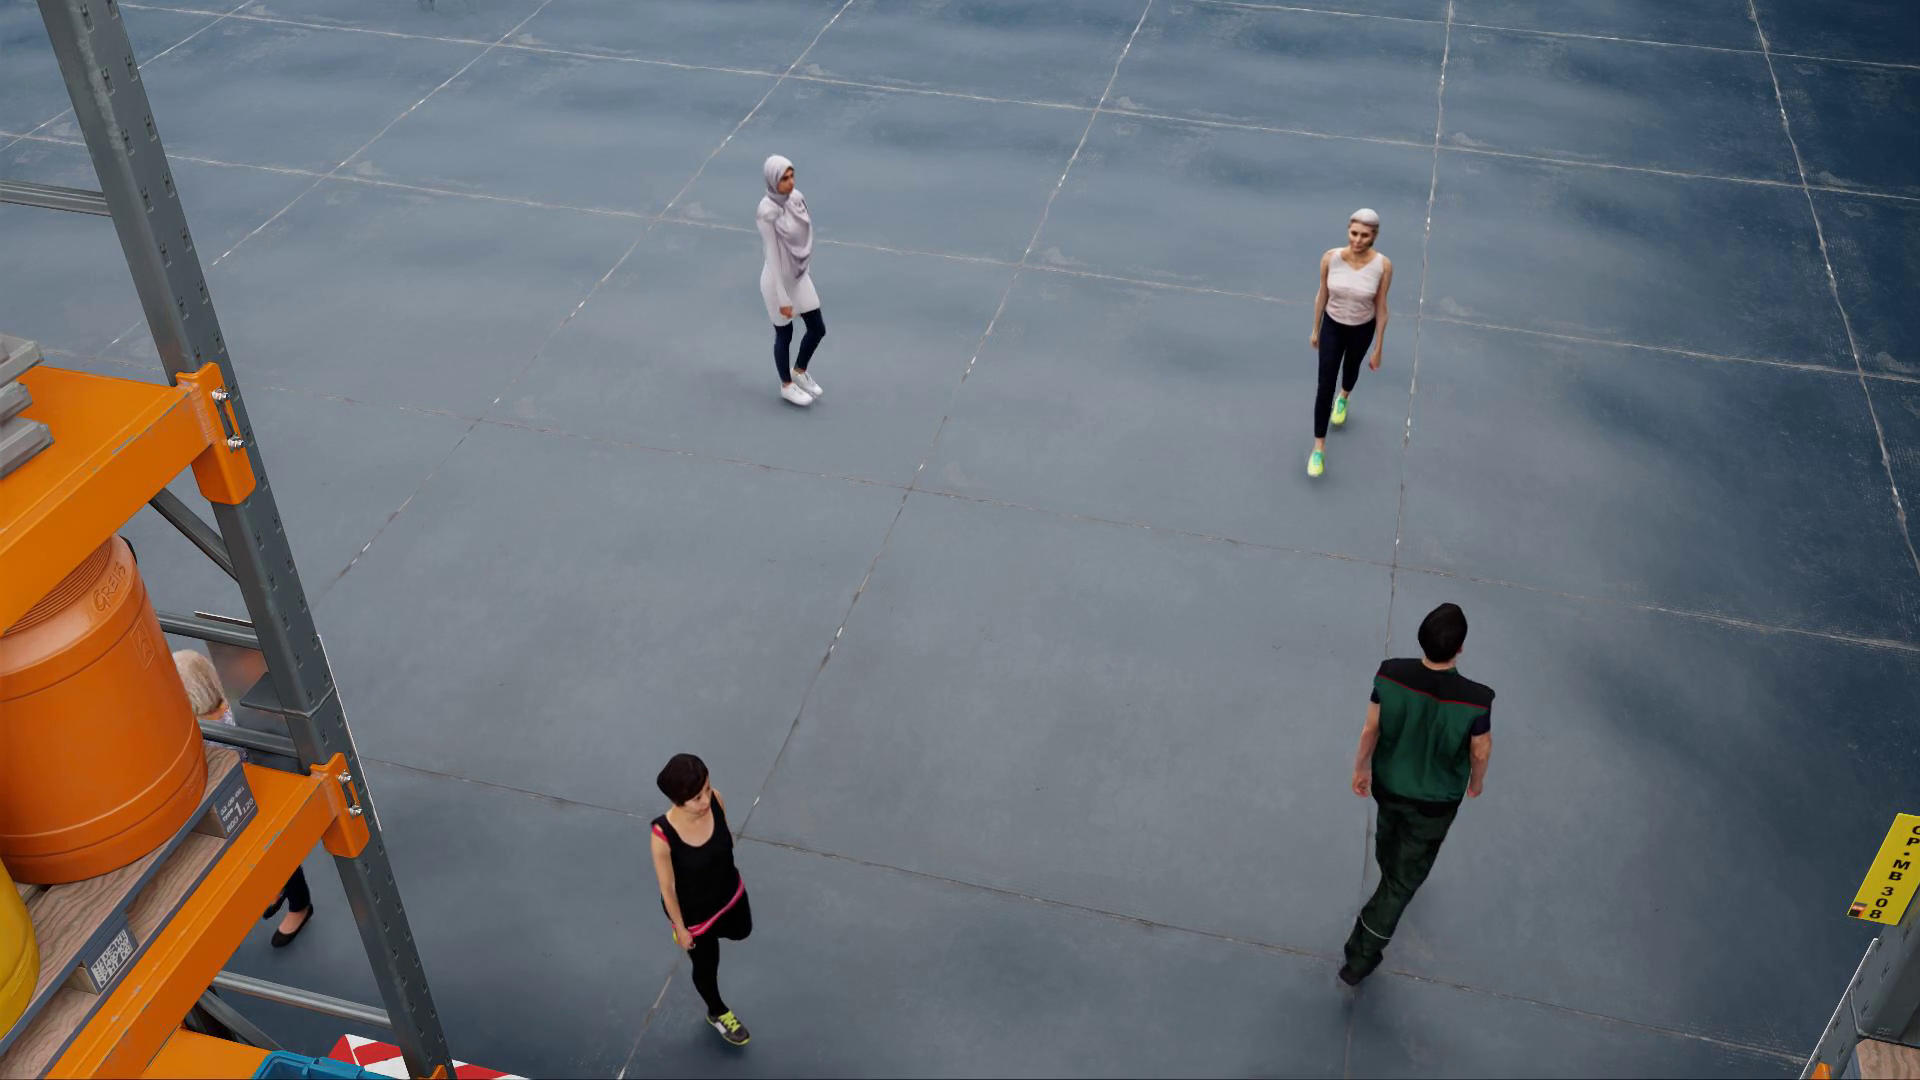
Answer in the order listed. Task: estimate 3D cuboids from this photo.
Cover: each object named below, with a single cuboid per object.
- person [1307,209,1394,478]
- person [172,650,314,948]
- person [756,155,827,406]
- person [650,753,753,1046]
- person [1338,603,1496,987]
[{"bbox_3d":[2.444,-1.320,10.417,0.645,1.654,1.165,12,40,15],"label":"person"},{"bbox_3d":[-3.084,1.089,7.293,0.636,1.710,0.647,17,41,21],"label":"person"},{"bbox_3d":[-1.183,-1.672,10.775,0.752,1.767,0.635,25,44,28],"label":"person"},{"bbox_3d":[-1.118,1.452,6.967,0.798,1.540,0.820,27,45,30],"label":"person"},{"bbox_3d":[1.920,1.120,7.129,0.977,1.863,1.317,24,44,27],"label":"person"}]
